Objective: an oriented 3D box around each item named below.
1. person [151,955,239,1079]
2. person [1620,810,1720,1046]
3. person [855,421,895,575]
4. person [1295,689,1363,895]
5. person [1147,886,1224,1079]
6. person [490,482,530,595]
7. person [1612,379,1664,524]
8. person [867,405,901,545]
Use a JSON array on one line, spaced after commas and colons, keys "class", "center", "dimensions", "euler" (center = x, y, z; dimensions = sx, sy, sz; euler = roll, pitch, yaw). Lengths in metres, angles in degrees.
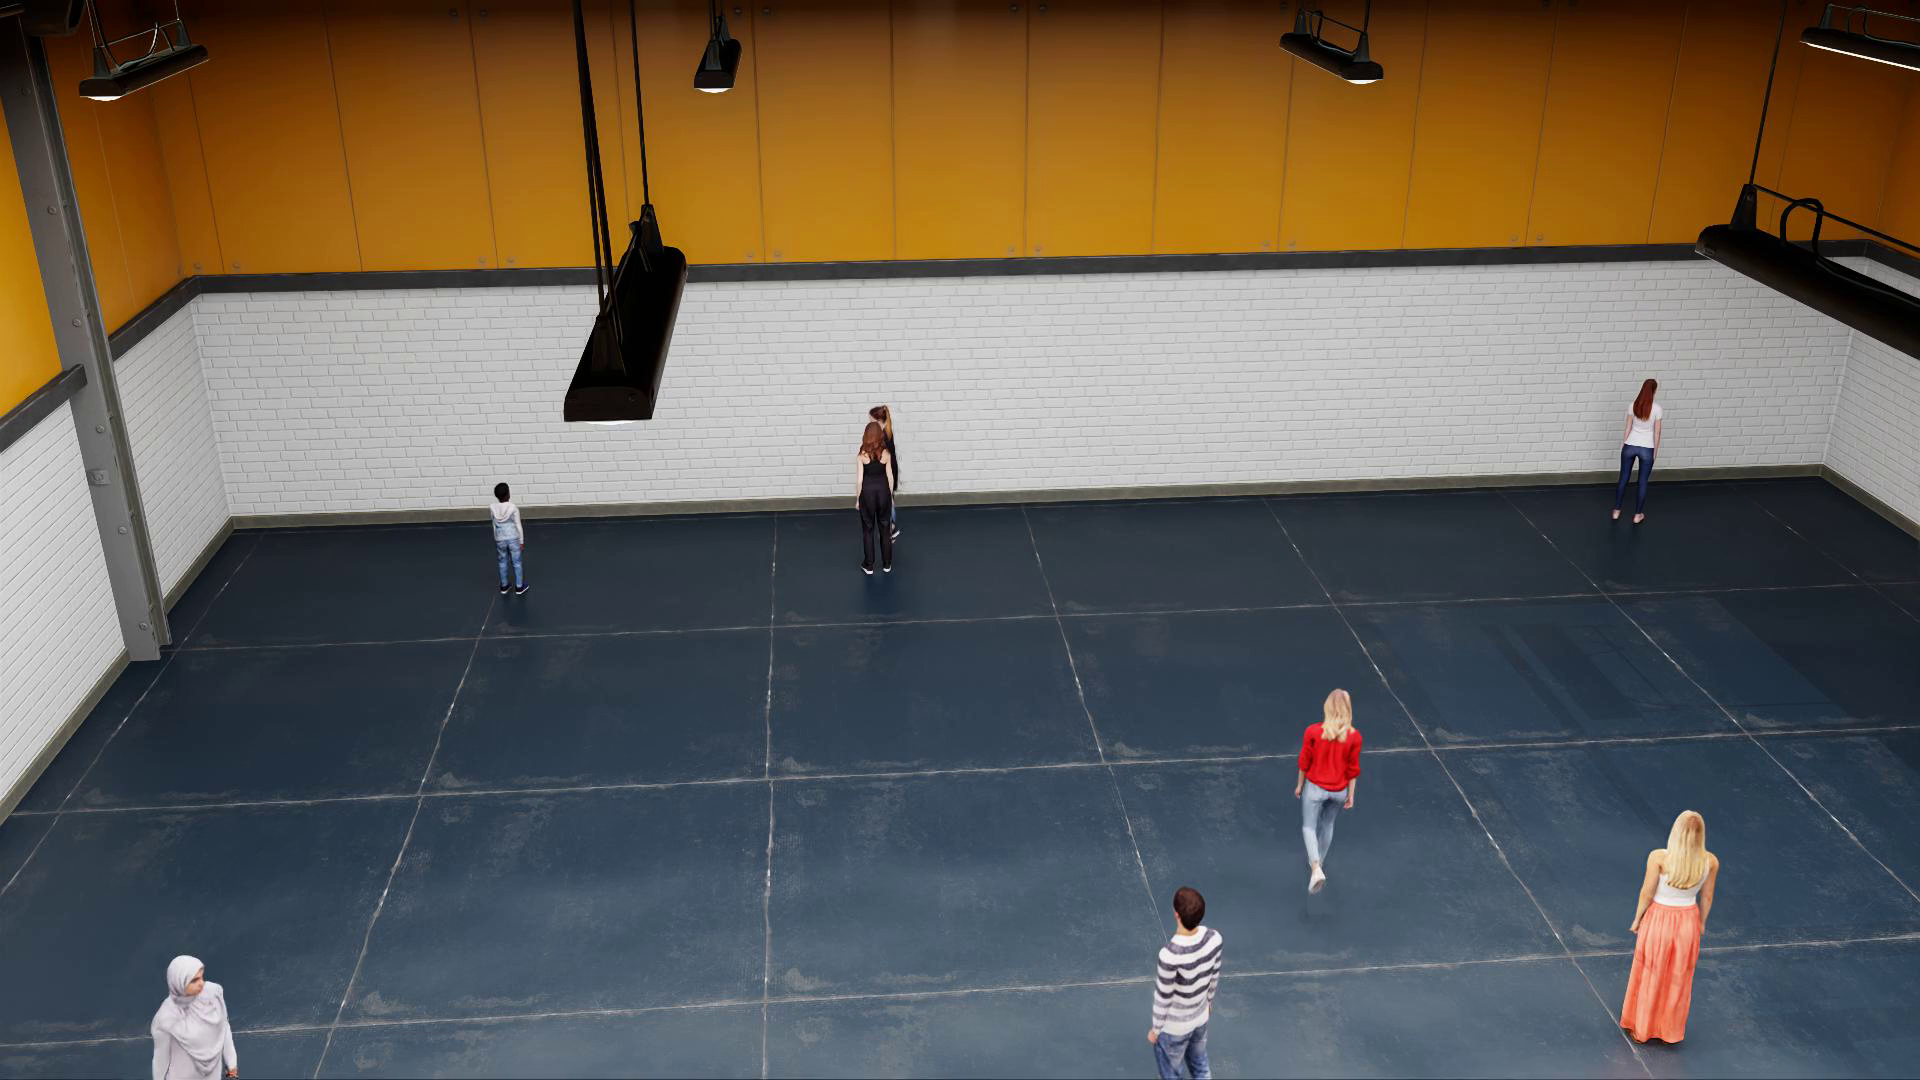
[{"class": "person", "center": [-4.627, 3.201, 9.928], "dimensions": [1.078, 1.731, 1.148], "euler": [13, 27, 27]}, {"class": "person", "center": [4.777, 2.609, 11.193], "dimensions": [0.683, 1.803, 0.651], "euler": [3, 24, 8]}, {"class": "person", "center": [-0.936, -0.472, 18.310], "dimensions": [0.624, 1.748, 0.570], "euler": [-6, 24, -13]}, {"class": "person", "center": [2.817, 1.966, 12.805], "dimensions": [0.731, 1.689, 0.962], "euler": [3, 24, 6]}, {"class": "person", "center": [1.391, 2.961, 10.324], "dimensions": [0.721, 1.853, 0.713], "euler": [-16, 28, -32]}, {"class": "person", "center": [-4.877, -0.023, 17.892], "dimensions": [0.497, 1.258, 0.520], "euler": [2, 24, 4]}, {"class": "person", "center": [8.025, -1.059, 19.669], "dimensions": [0.638, 1.734, 0.680], "euler": [14, 27, 30]}, {"class": "person", "center": [-0.816, -0.713, 18.938], "dimensions": [0.871, 1.685, 0.803], "euler": [13, 27, 28]}]
